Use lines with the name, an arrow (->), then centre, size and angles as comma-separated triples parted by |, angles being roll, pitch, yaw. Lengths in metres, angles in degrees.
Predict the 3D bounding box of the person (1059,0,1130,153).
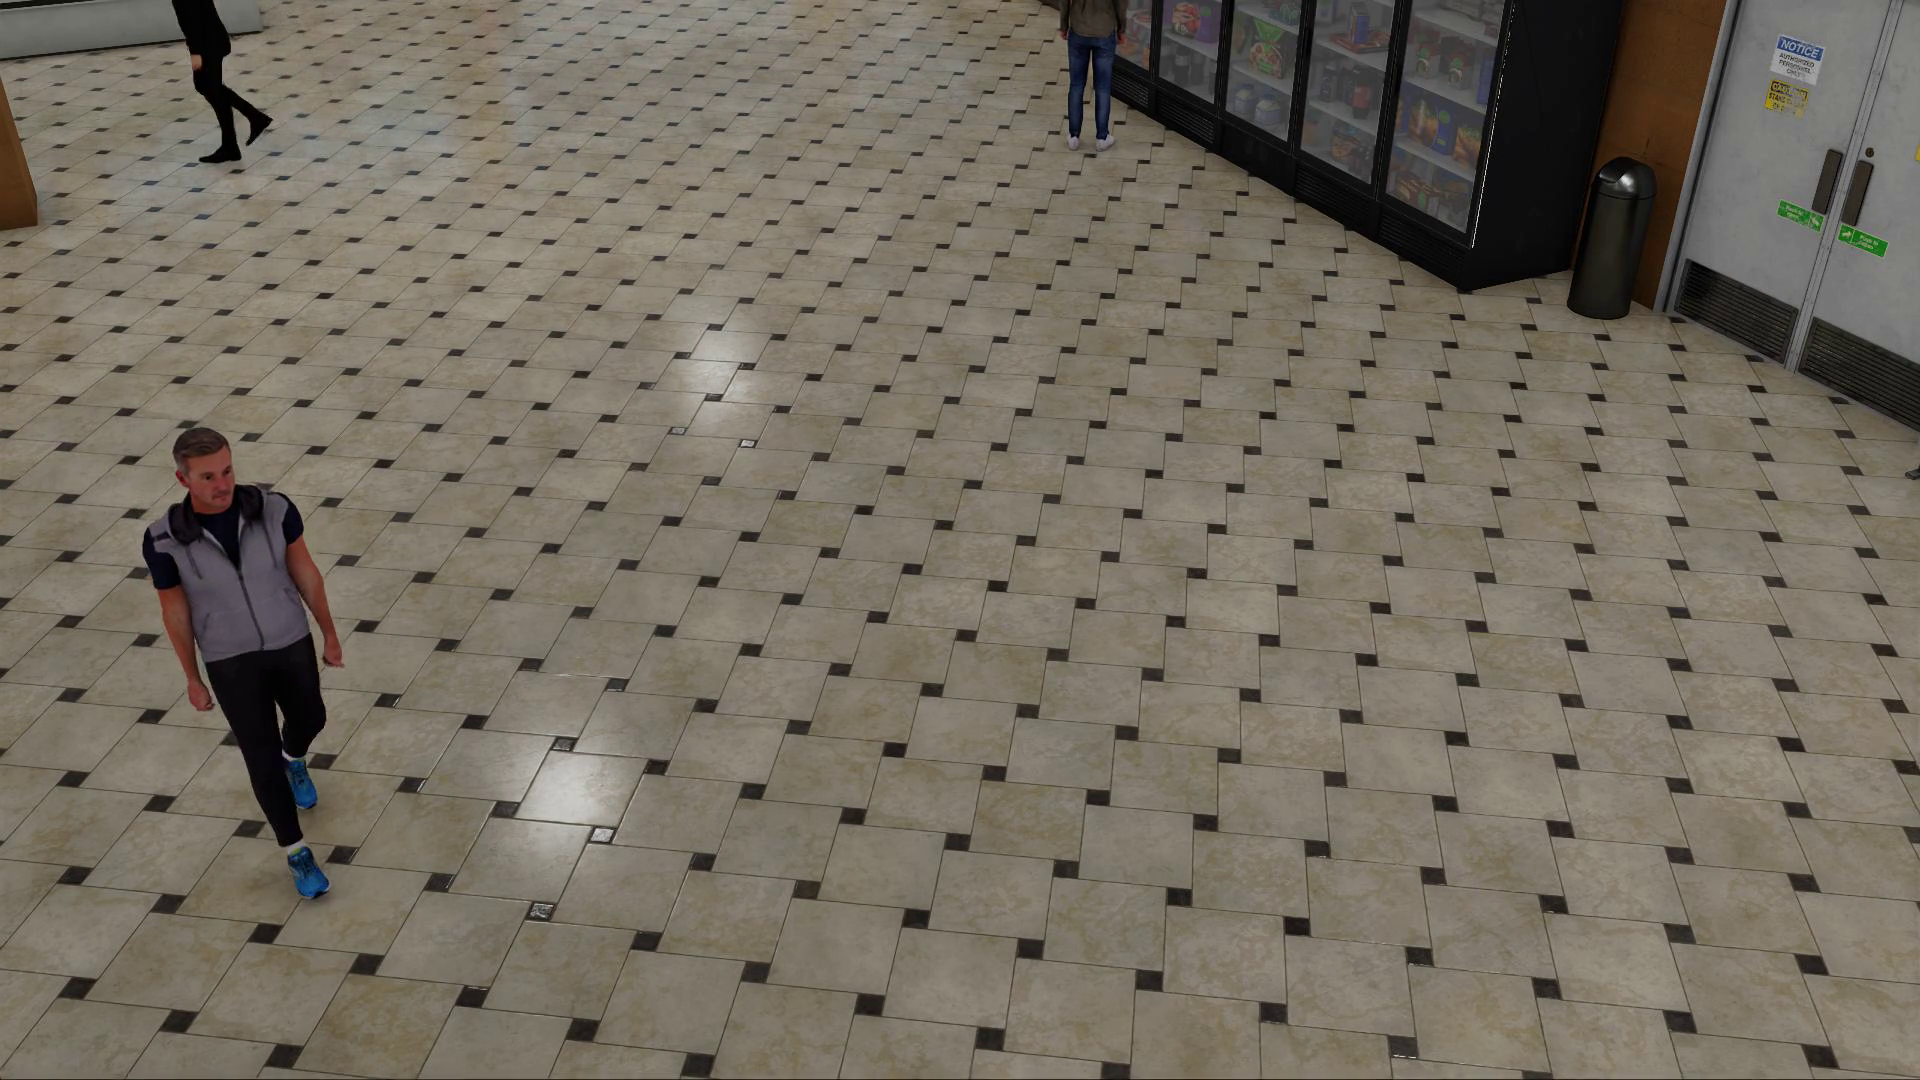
person -> 1.030, -3.979, 13.022 | 0.743, 1.866, 0.852 | 5, 32, 8

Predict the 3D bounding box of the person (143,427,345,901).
person -> -2.583, 0.377, 6.076 | 1.036, 1.808, 0.920 | -24, 39, -33

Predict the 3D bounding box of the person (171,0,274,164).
person -> -5.725, -3.849, 12.804 | 0.810, 1.877, 0.688 | -14, 35, -21
